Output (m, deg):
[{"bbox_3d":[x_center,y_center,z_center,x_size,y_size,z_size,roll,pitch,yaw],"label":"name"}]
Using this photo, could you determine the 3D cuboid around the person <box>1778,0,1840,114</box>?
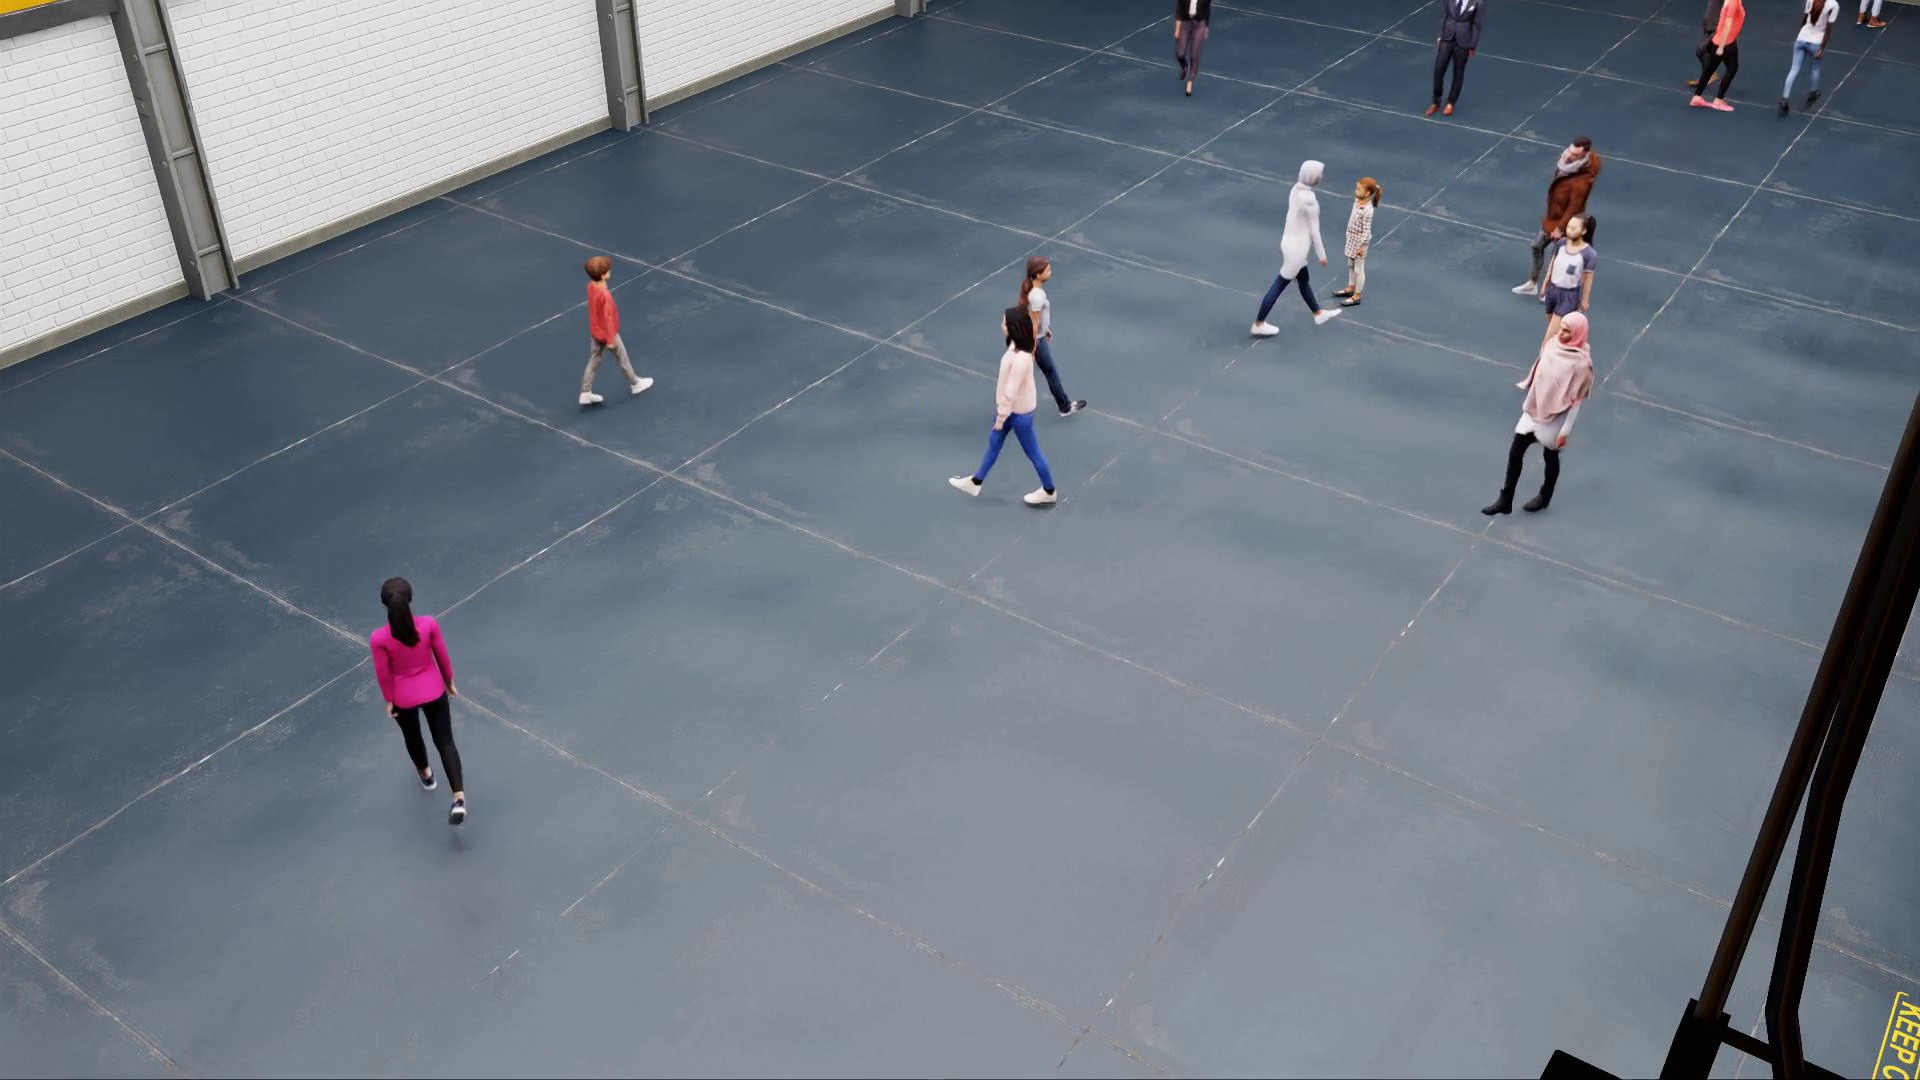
[{"bbox_3d":[10.701,-6.223,21.028,1.182,1.671,0.740,-28,43,-35],"label":"person"}]

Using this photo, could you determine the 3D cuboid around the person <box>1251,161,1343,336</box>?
[{"bbox_3d":[3.071,-2.697,15.670,1.139,1.731,1.126,-4,34,-5],"label":"person"}]

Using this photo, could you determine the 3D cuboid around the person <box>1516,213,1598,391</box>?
[{"bbox_3d":[5.496,-2.162,14.974,1.138,1.610,0.937,-15,36,-21],"label":"person"}]

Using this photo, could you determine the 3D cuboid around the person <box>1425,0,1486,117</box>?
[{"bbox_3d":[6.302,-6.299,21.020,0.719,1.808,0.748,20,39,27],"label":"person"}]

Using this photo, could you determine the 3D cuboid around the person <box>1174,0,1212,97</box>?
[{"bbox_3d":[3.017,-6.662,21.697,0.784,1.662,0.868,3,34,5],"label":"person"}]

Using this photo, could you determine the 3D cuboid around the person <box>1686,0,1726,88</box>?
[{"bbox_3d":[9.982,-6.756,21.805,0.802,1.699,0.696,6,34,10],"label":"person"}]

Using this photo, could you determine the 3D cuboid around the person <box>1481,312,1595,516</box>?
[{"bbox_3d":[4.692,-0.979,13.038,1.018,1.783,0.890,-17,37,-24],"label":"person"}]

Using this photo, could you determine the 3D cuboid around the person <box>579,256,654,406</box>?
[{"bbox_3d":[-3.197,-1.815,14.658,0.979,1.383,0.647,-28,42,-35],"label":"person"}]

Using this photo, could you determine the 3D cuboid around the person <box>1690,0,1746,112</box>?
[{"bbox_3d":[9.622,-6.329,21.185,0.807,1.675,0.775,9,35,13],"label":"person"}]

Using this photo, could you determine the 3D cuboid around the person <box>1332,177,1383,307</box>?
[{"bbox_3d":[3.953,-2.972,16.461,0.681,1.313,0.621,-6,34,-8],"label":"person"}]

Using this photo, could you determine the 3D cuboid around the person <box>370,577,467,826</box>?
[{"bbox_3d":[-3.273,1.010,10.147,1.093,1.671,0.979,-17,37,-24],"label":"person"}]

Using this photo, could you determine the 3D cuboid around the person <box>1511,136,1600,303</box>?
[{"bbox_3d":[5.951,-3.129,16.272,1.020,1.783,0.952,4,34,6],"label":"person"}]

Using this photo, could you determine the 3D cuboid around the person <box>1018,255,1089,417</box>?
[{"bbox_3d":[0.555,-1.727,14.395,1.033,1.527,0.939,-8,34,-12],"label":"person"}]

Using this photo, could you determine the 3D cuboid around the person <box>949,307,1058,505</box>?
[{"bbox_3d":[0.549,-0.996,13.122,1.105,1.717,1.161,2,34,2],"label":"person"}]
